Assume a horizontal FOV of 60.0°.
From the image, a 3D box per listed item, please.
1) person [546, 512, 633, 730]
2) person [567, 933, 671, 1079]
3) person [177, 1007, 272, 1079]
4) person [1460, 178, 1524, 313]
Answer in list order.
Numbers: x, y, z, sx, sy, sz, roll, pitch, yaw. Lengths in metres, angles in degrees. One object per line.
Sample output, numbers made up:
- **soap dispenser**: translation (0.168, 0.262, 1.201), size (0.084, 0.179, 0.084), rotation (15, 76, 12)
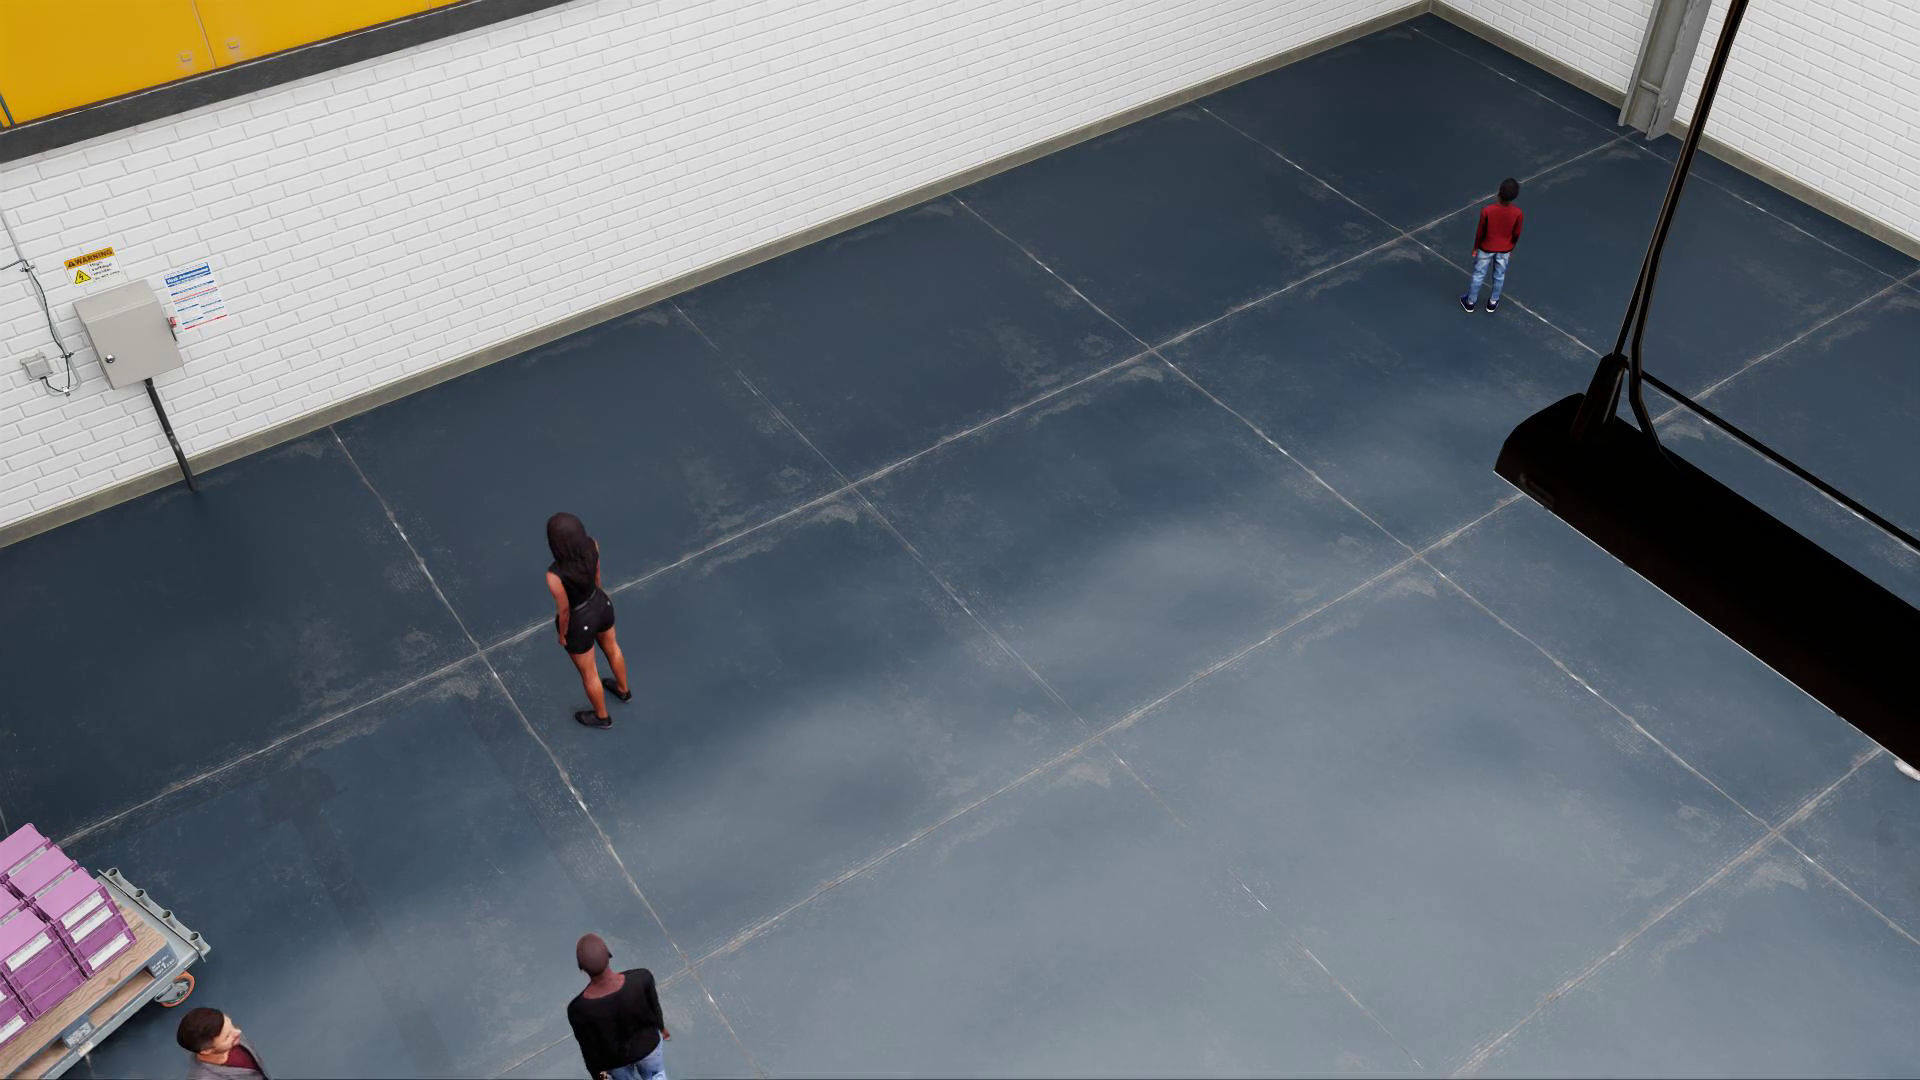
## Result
- **person**: translation (-2.343, 0.494, 10.397), size (0.666, 1.741, 0.670), rotation (19, 47, 19)
- **person**: translation (-1.623, 2.564, 8.231), size (0.677, 1.732, 0.942), rotation (-20, 47, -20)
- **person**: translation (-3.439, 2.769, 7.927), size (0.920, 1.855, 0.925), rotation (-11, 45, -12)
- **person**: translation (4.453, -2.447, 13.836), size (0.581, 1.256, 0.634), rotation (5, 44, 5)
